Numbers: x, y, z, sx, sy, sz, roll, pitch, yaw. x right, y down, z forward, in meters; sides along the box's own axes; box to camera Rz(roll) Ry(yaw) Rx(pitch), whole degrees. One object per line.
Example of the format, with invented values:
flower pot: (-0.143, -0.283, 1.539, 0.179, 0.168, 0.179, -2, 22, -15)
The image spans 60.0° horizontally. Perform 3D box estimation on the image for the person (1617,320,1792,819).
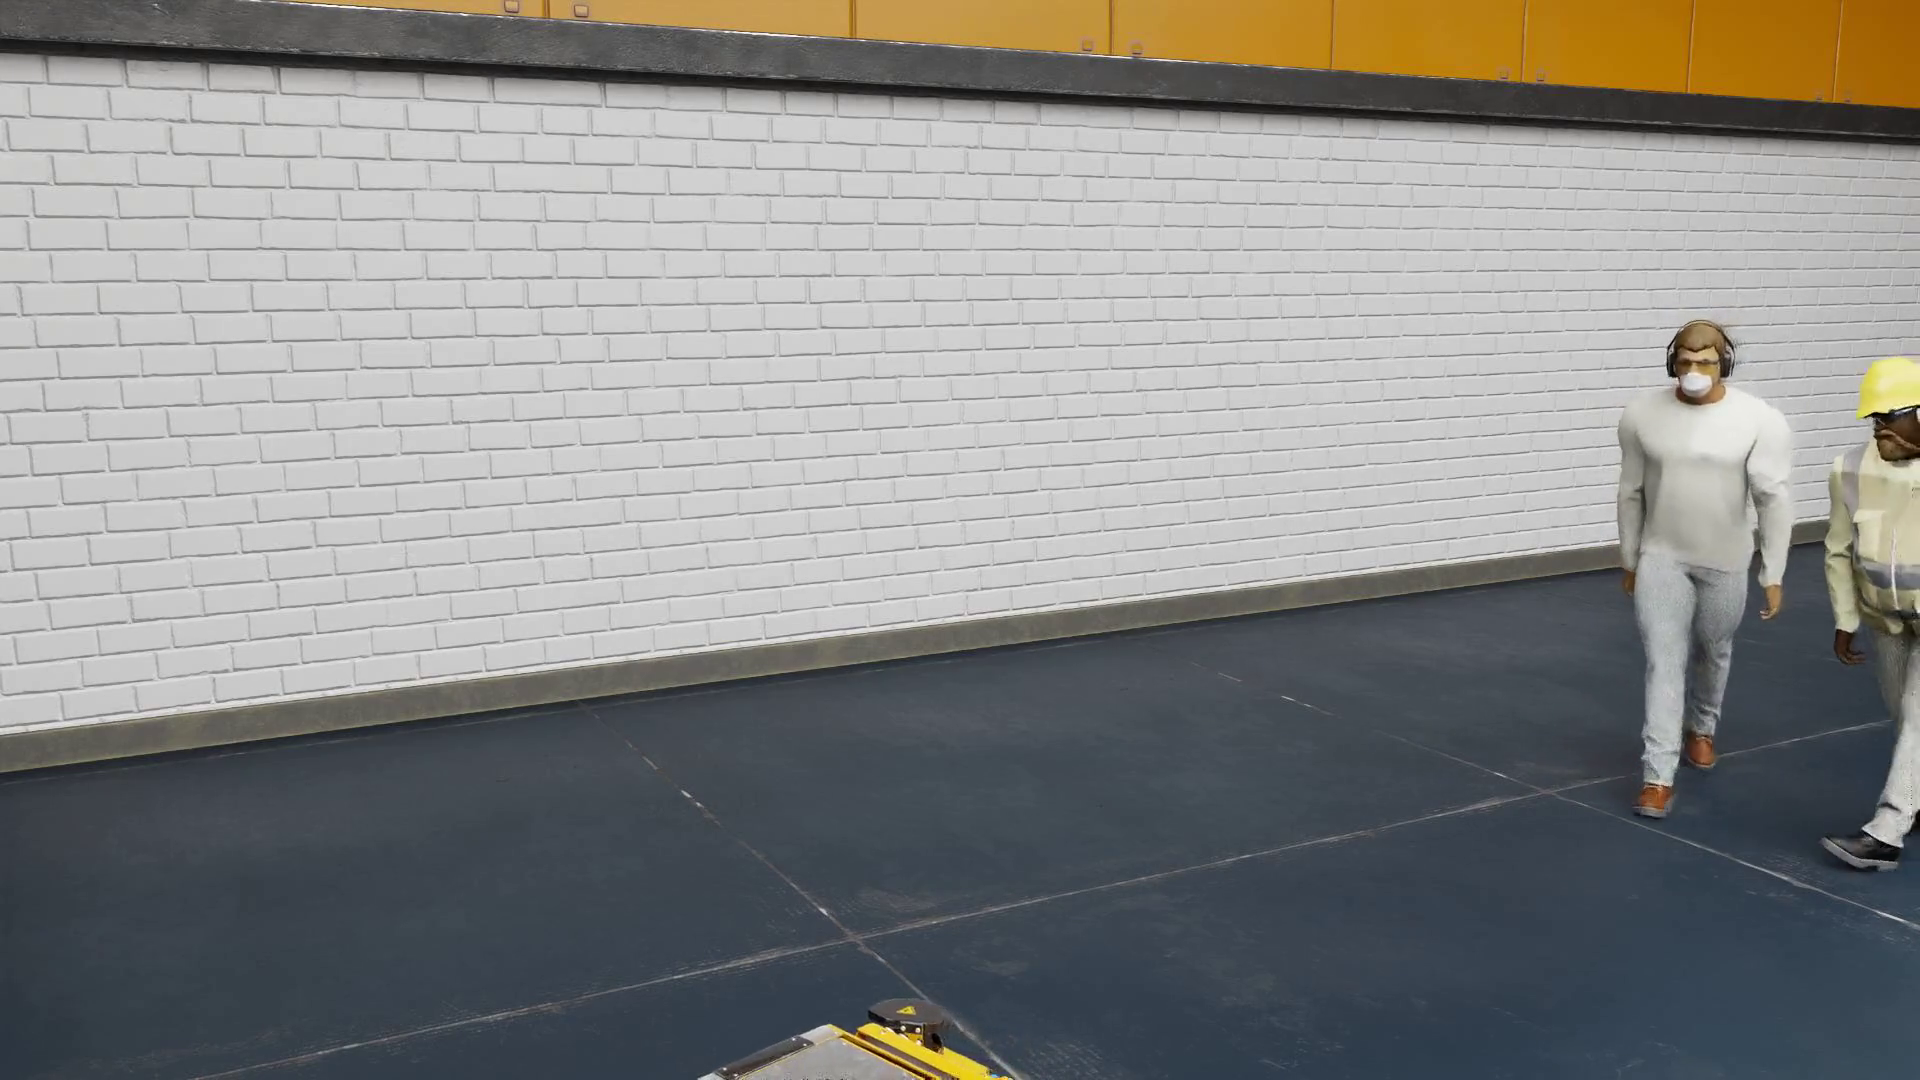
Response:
person: (2.895, 0.074, 6.527, 0.654, 1.877, 1.073, 6, 12, 31)

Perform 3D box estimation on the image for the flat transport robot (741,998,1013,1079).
flat transport robot: (-0.411, 1.380, 3.589, 0.652, 0.197, 1.431, 10, 14, 44)

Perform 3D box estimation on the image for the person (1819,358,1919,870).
person: (3.334, 0.252, 5.797, 0.792, 1.774, 0.618, -7, 12, -34)
